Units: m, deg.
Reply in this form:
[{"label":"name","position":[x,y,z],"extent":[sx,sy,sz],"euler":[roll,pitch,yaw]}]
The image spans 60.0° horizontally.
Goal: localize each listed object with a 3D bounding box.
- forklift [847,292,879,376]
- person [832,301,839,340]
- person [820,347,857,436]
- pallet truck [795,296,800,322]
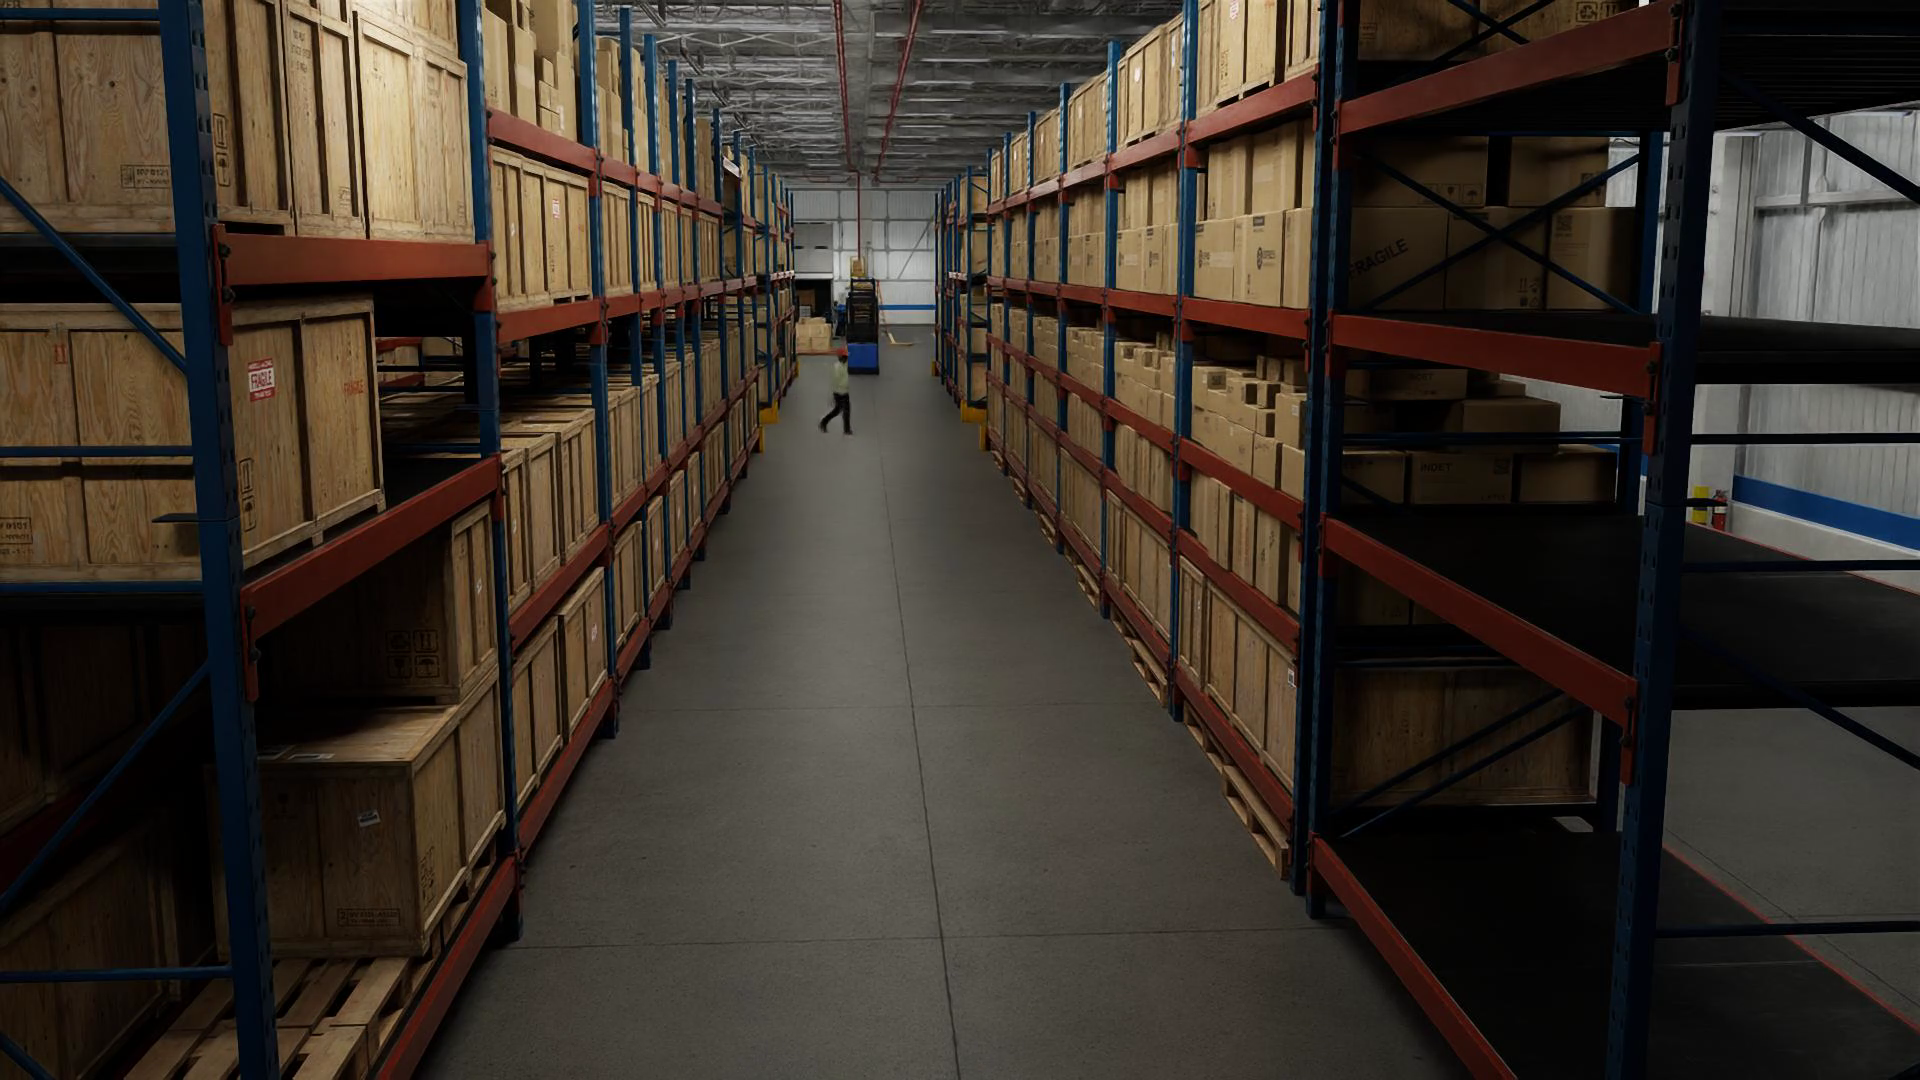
[{"label":"forklift","position":[-3.311,-7.005,56.312],"extent":[1.129,2.768,1.873],"euler":[-1,10,-4]},{"label":"person","position":[-6.143,-10.827,81.950],"extent":[0.372,1.940,0.627],"euler":[1,10,5]},{"label":"person","position":[-2.694,-3.292,36.841],"extent":[0.766,1.978,0.623],"euler":[4,10,24]},{"label":"pallet truck","position":[-8.622,-12.439,91.403],"extent":[1.885,1.965,0.823],"euler":[2,10,13]}]
